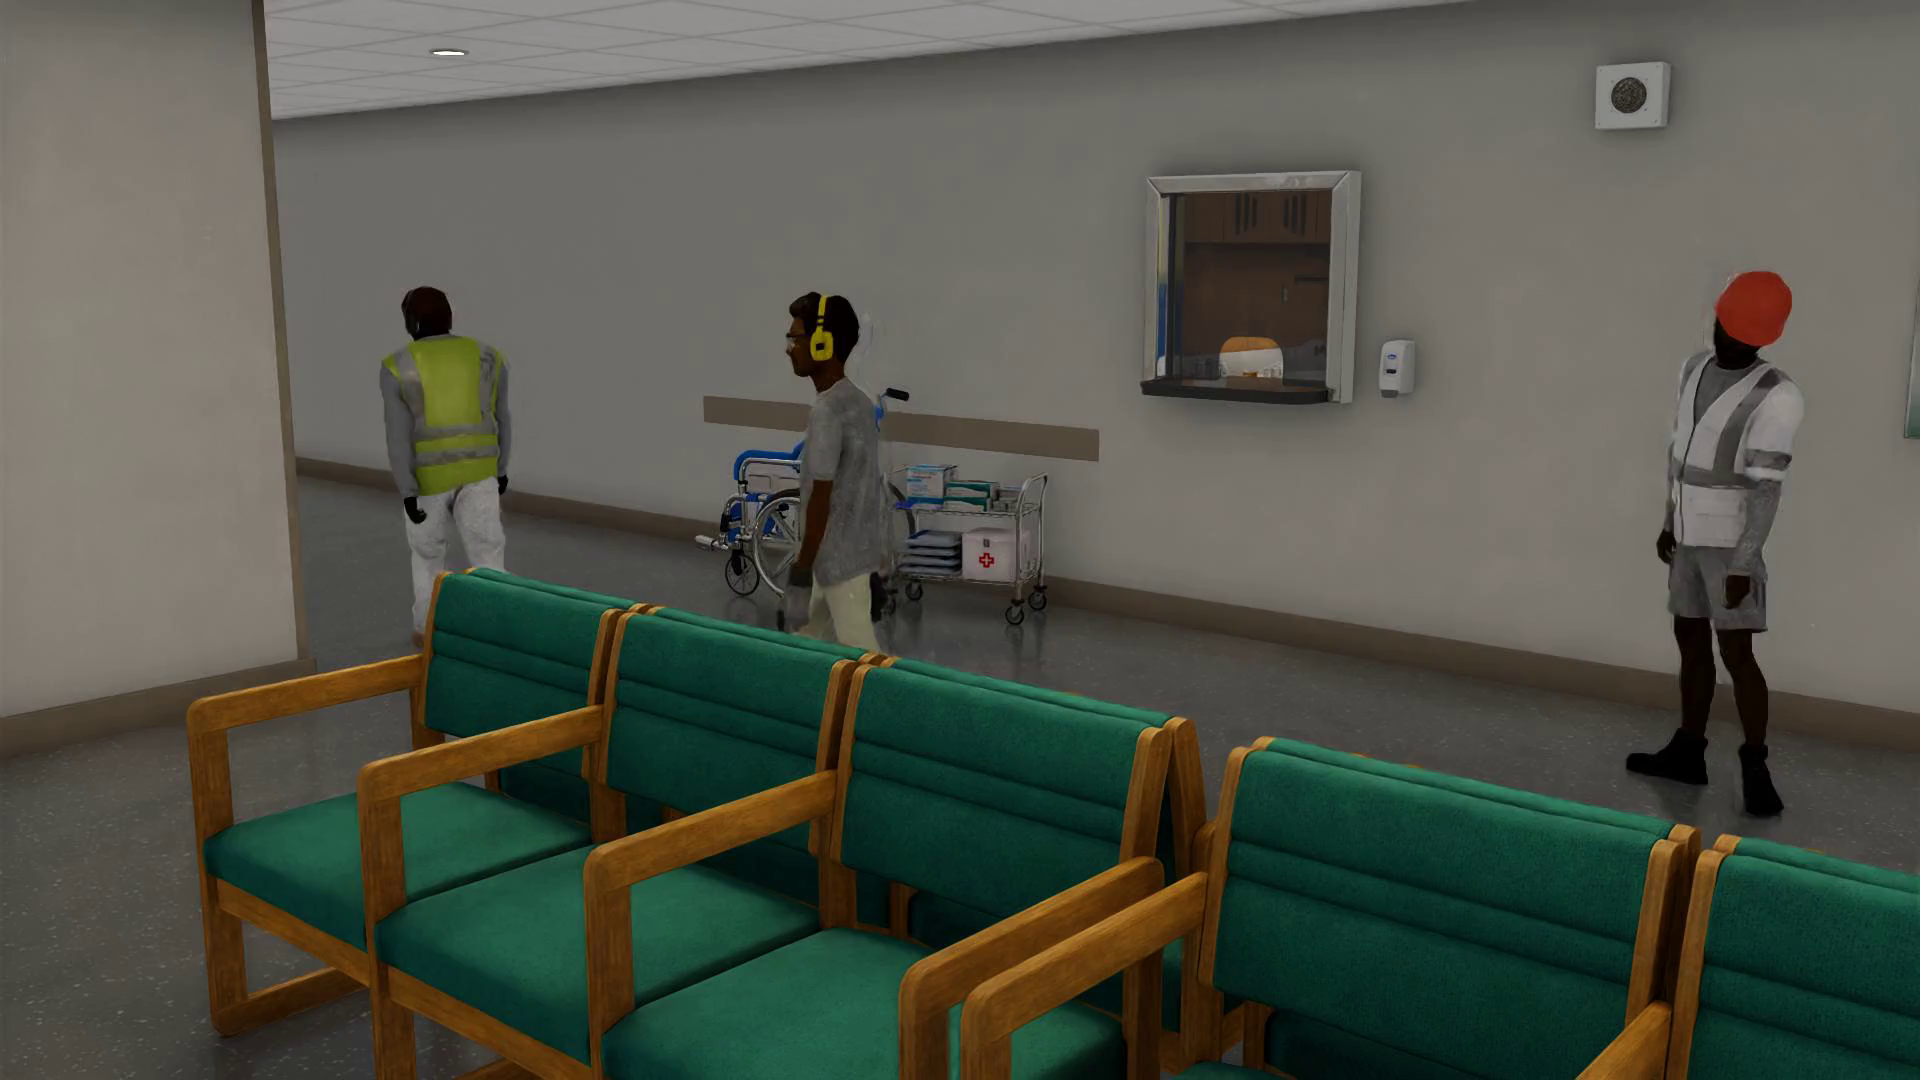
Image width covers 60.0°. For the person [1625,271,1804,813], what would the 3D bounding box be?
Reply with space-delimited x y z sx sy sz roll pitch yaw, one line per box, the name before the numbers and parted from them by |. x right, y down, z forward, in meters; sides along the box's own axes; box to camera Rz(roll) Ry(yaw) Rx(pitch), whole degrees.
person | 2.672 0.000 5.887 0.367 1.885 0.666 -2 10 -9

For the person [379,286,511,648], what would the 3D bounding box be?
person | -2.386 -0.292 7.831 0.635 1.797 1.006 -6 12 -31
